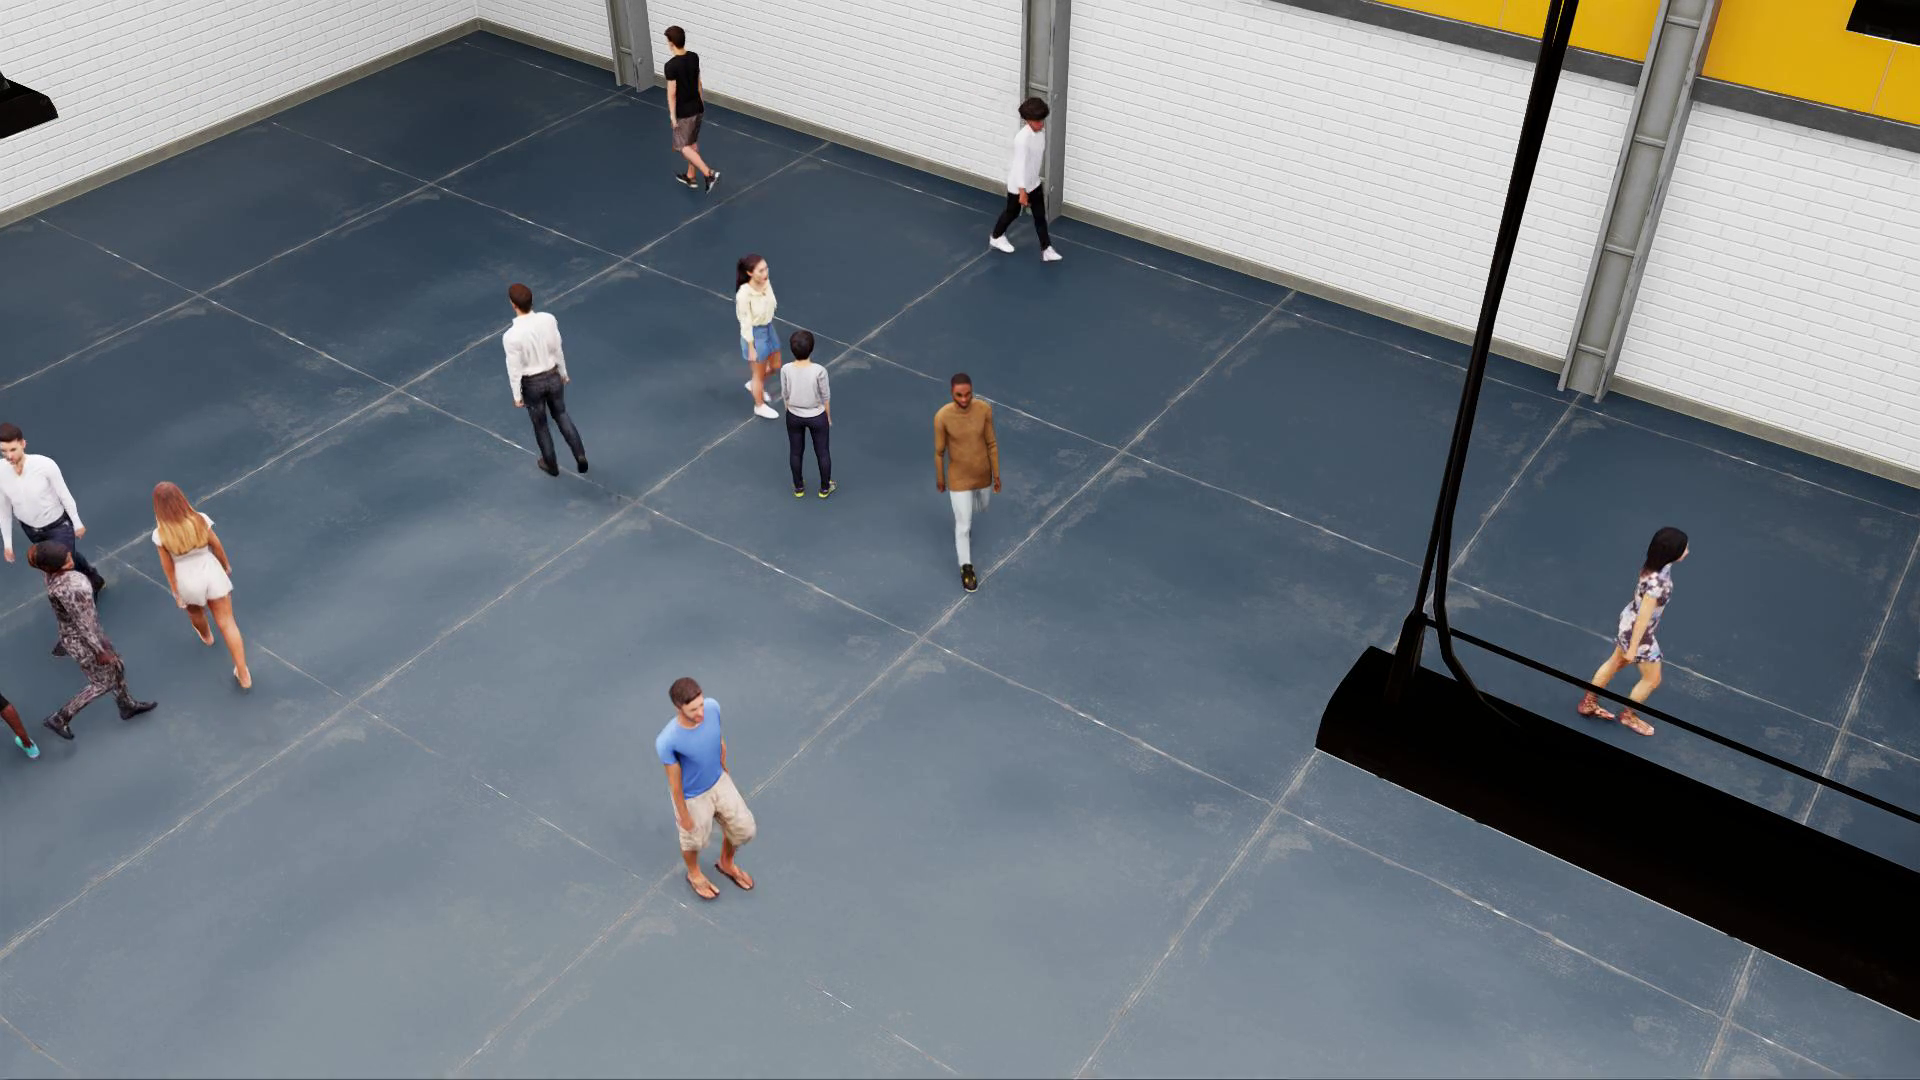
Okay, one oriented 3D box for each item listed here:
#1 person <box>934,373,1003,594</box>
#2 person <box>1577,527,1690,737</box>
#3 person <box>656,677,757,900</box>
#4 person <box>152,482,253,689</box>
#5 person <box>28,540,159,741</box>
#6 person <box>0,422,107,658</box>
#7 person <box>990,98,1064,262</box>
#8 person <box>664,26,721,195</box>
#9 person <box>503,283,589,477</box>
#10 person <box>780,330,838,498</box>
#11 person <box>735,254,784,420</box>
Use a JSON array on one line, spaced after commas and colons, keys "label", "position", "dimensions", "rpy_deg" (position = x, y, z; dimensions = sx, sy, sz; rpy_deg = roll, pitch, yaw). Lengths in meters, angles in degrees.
[{"label": "person", "position": [0.057, -0.548, 12.909], "dimensions": [1.040, 1.795, 1.192], "rpy_deg": [-12, 40, -14]}, {"label": "person", "position": [4.612, 0.615, 11.518], "dimensions": [0.834, 1.713, 0.724], "rpy_deg": [13, 40, 16]}, {"label": "person", "position": [-1.678, 1.491, 10.314], "dimensions": [0.730, 1.847, 0.692], "rpy_deg": [30, 47, 32]}, {"label": "person", "position": [-5.398, 0.361, 11.894], "dimensions": [0.853, 1.642, 1.198], "rpy_deg": [-24, 44, -27]}, {"label": "person", "position": [-6.082, 0.712, 11.410], "dimensions": [0.906, 1.697, 0.962], "rpy_deg": [-21, 43, -24]}, {"label": "person", "position": [-6.762, -0.151, 12.392], "dimensions": [1.239, 1.820, 1.169], "rpy_deg": [0, 39, 0]}, {"label": "person", "position": [0.588, -3.667, 16.840], "dimensions": [1.135, 1.763, 0.711], "rpy_deg": [23, 44, 26]}, {"label": "person", "position": [-2.890, -4.606, 17.952], "dimensions": [0.977, 1.843, 0.679], "rpy_deg": [25, 45, 28]}, {"label": "person", "position": [-3.405, -1.259, 13.749], "dimensions": [0.785, 1.858, 0.940], "rpy_deg": [-30, 48, -32]}, {"label": "person", "position": [-1.268, -1.032, 13.710], "dimensions": [0.565, 1.552, 0.680], "rpy_deg": [4, 39, 5]}, {"label": "person", "position": [-1.837, -1.804, 14.618], "dimensions": [0.643, 1.624, 0.649], "rpy_deg": [20, 43, 23]}]
